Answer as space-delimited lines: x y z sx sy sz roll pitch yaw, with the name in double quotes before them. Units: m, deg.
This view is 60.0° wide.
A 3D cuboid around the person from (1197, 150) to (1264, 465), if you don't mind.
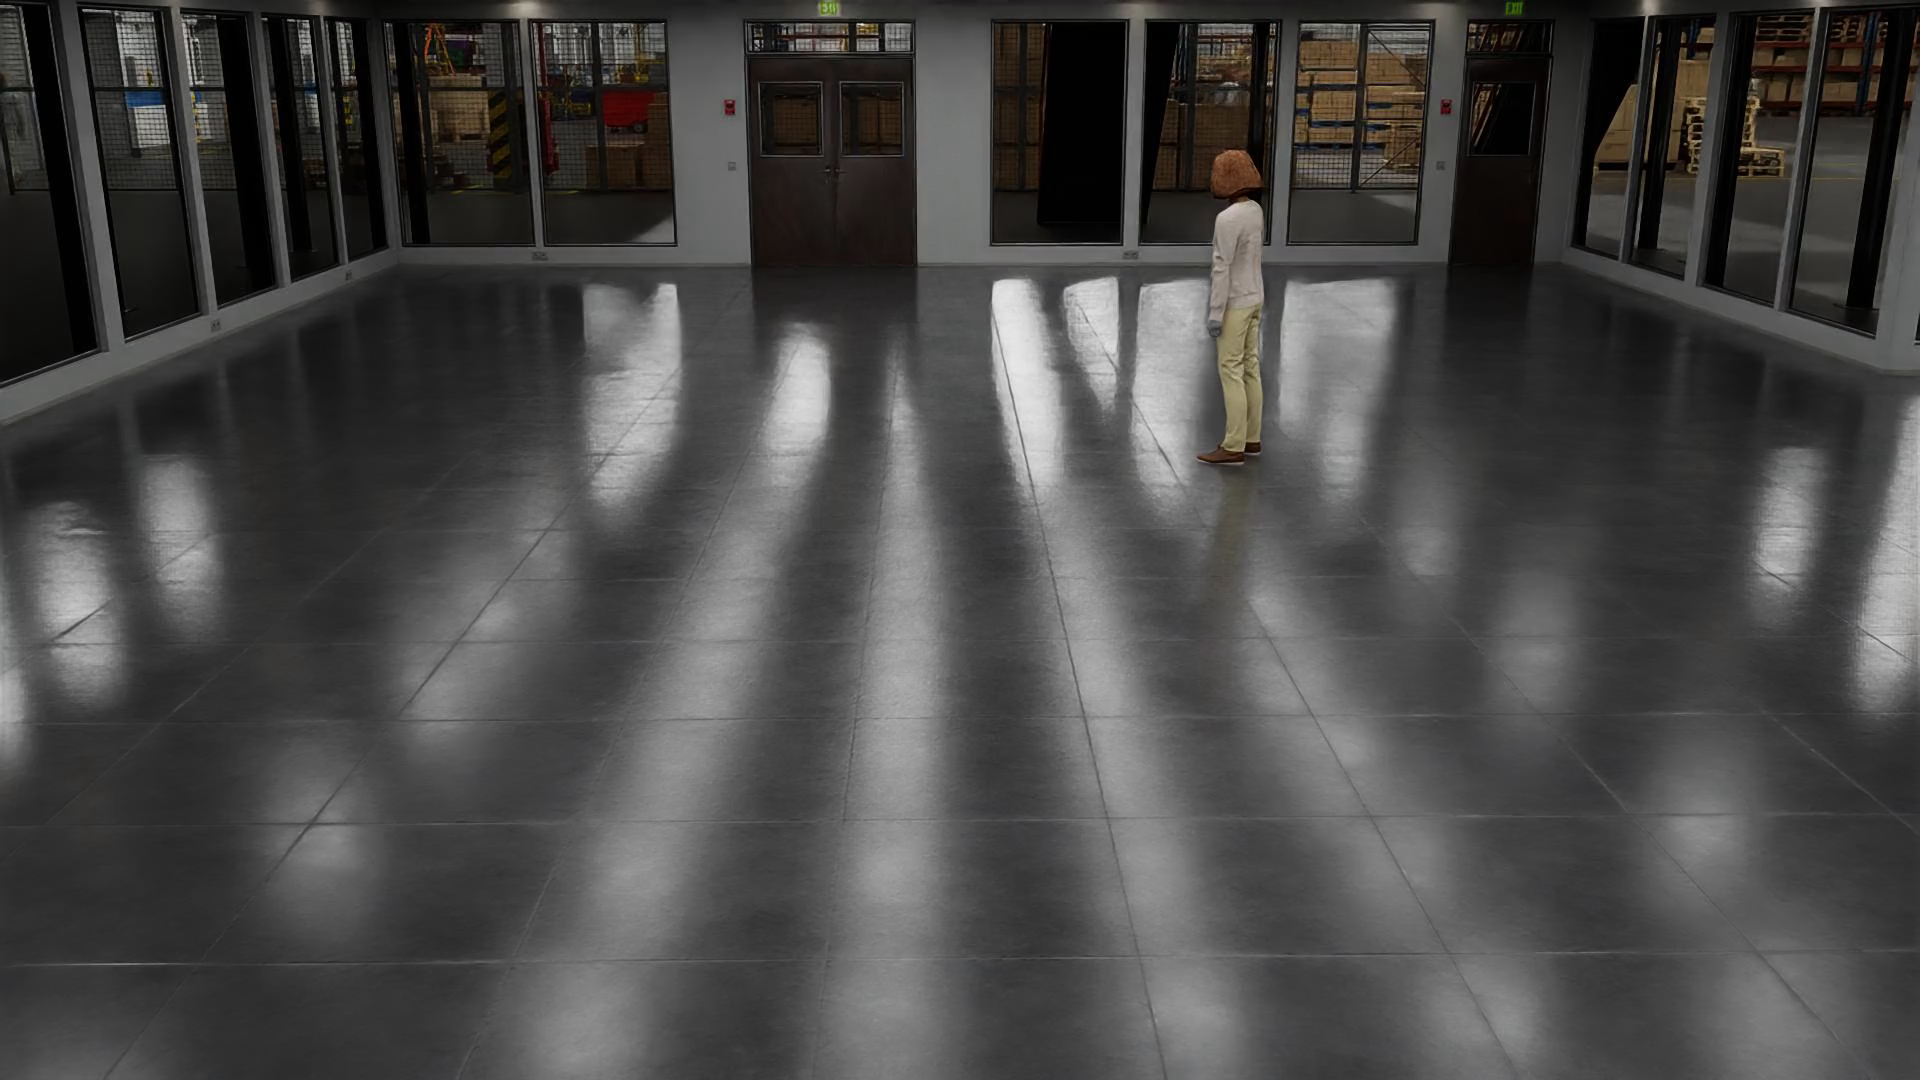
"person" 1.439 -1.212 8.727 0.287 1.625 0.497 9 19 28
